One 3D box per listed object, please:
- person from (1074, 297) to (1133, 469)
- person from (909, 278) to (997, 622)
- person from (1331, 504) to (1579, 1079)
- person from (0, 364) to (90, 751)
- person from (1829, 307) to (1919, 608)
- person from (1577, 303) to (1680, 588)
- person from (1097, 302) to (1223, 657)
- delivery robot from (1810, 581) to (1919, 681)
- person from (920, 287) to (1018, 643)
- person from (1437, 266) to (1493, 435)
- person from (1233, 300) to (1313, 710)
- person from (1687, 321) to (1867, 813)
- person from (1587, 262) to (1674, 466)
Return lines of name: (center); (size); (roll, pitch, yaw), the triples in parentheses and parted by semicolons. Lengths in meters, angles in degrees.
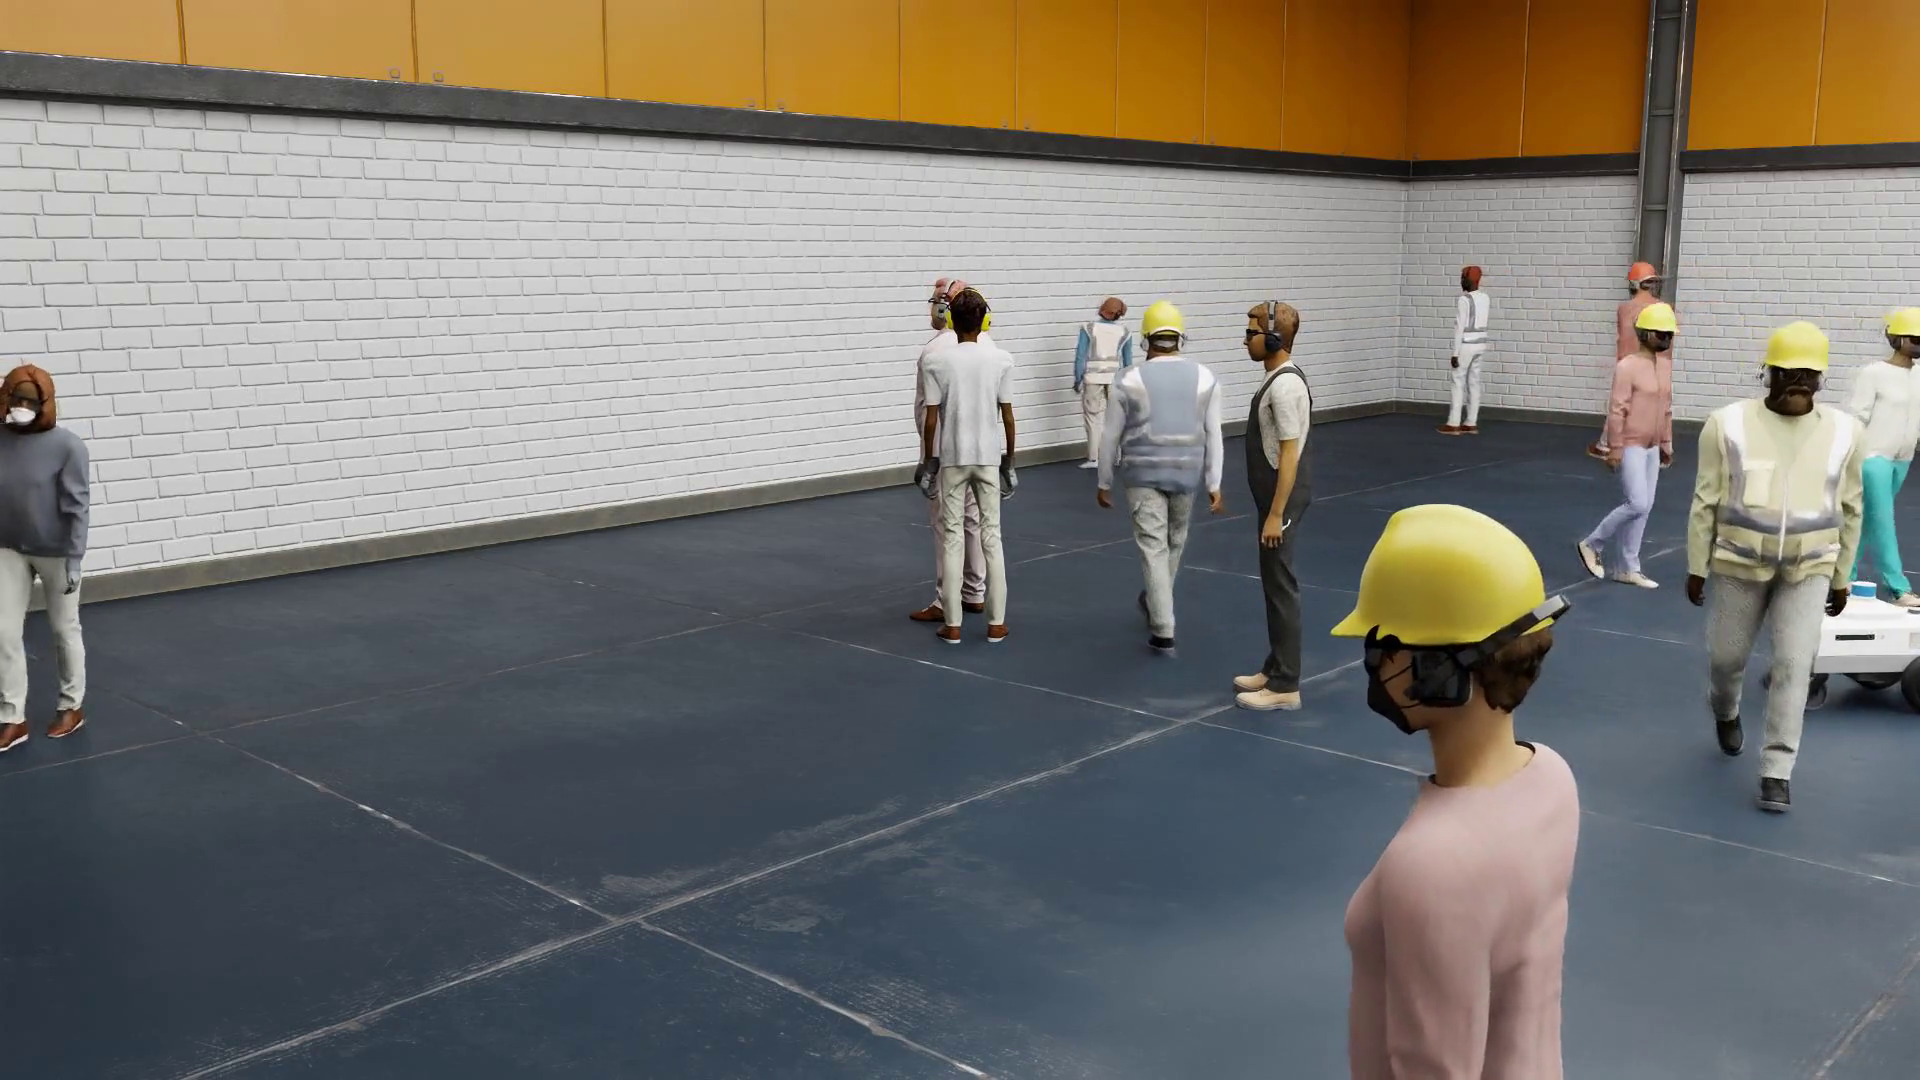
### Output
person: (1.364, -1.452, 15.561); (0.573, 1.623, 0.393); (-2, 10, -9)
person: (-0.056, -0.496, 9.278); (0.408, 1.913, 0.642); (6, 11, 29)
person: (0.611, 0.830, 2.143); (0.330, 1.765, 0.533); (6, 12, 33)
person: (-3.839, 0.073, 6.899); (0.528, 1.600, 0.606); (0, 10, -1)
person: (5.366, -0.456, 9.531); (0.550, 1.725, 0.872); (-3, 10, -17)
person: (4.132, -0.565, 10.145); (0.521, 1.752, 0.441); (-7, 12, -36)
person: (1.010, -0.342, 8.722); (0.625, 1.788, 0.890); (-2, 10, -12)
delivery robot: (4.098, 0.433, 7.579); (0.707, 0.478, 0.477); (0, 10, -3)
person: (0.047, -0.385, 8.756); (0.519, 1.874, 0.326); (-1, 10, -4)
person: (5.652, -2.107, 18.543); (0.591, 1.881, 0.412); (-7, 12, -35)
person: (1.420, -0.152, 7.504); (0.326, 1.843, 0.517); (2, 10, 9)
person: (3.090, 0.068, 6.341); (0.599, 1.811, 0.761); (4, 11, 20)
person: (6.535, -1.691, 15.988); (0.636, 1.944, 1.050); (-4, 11, -19)
